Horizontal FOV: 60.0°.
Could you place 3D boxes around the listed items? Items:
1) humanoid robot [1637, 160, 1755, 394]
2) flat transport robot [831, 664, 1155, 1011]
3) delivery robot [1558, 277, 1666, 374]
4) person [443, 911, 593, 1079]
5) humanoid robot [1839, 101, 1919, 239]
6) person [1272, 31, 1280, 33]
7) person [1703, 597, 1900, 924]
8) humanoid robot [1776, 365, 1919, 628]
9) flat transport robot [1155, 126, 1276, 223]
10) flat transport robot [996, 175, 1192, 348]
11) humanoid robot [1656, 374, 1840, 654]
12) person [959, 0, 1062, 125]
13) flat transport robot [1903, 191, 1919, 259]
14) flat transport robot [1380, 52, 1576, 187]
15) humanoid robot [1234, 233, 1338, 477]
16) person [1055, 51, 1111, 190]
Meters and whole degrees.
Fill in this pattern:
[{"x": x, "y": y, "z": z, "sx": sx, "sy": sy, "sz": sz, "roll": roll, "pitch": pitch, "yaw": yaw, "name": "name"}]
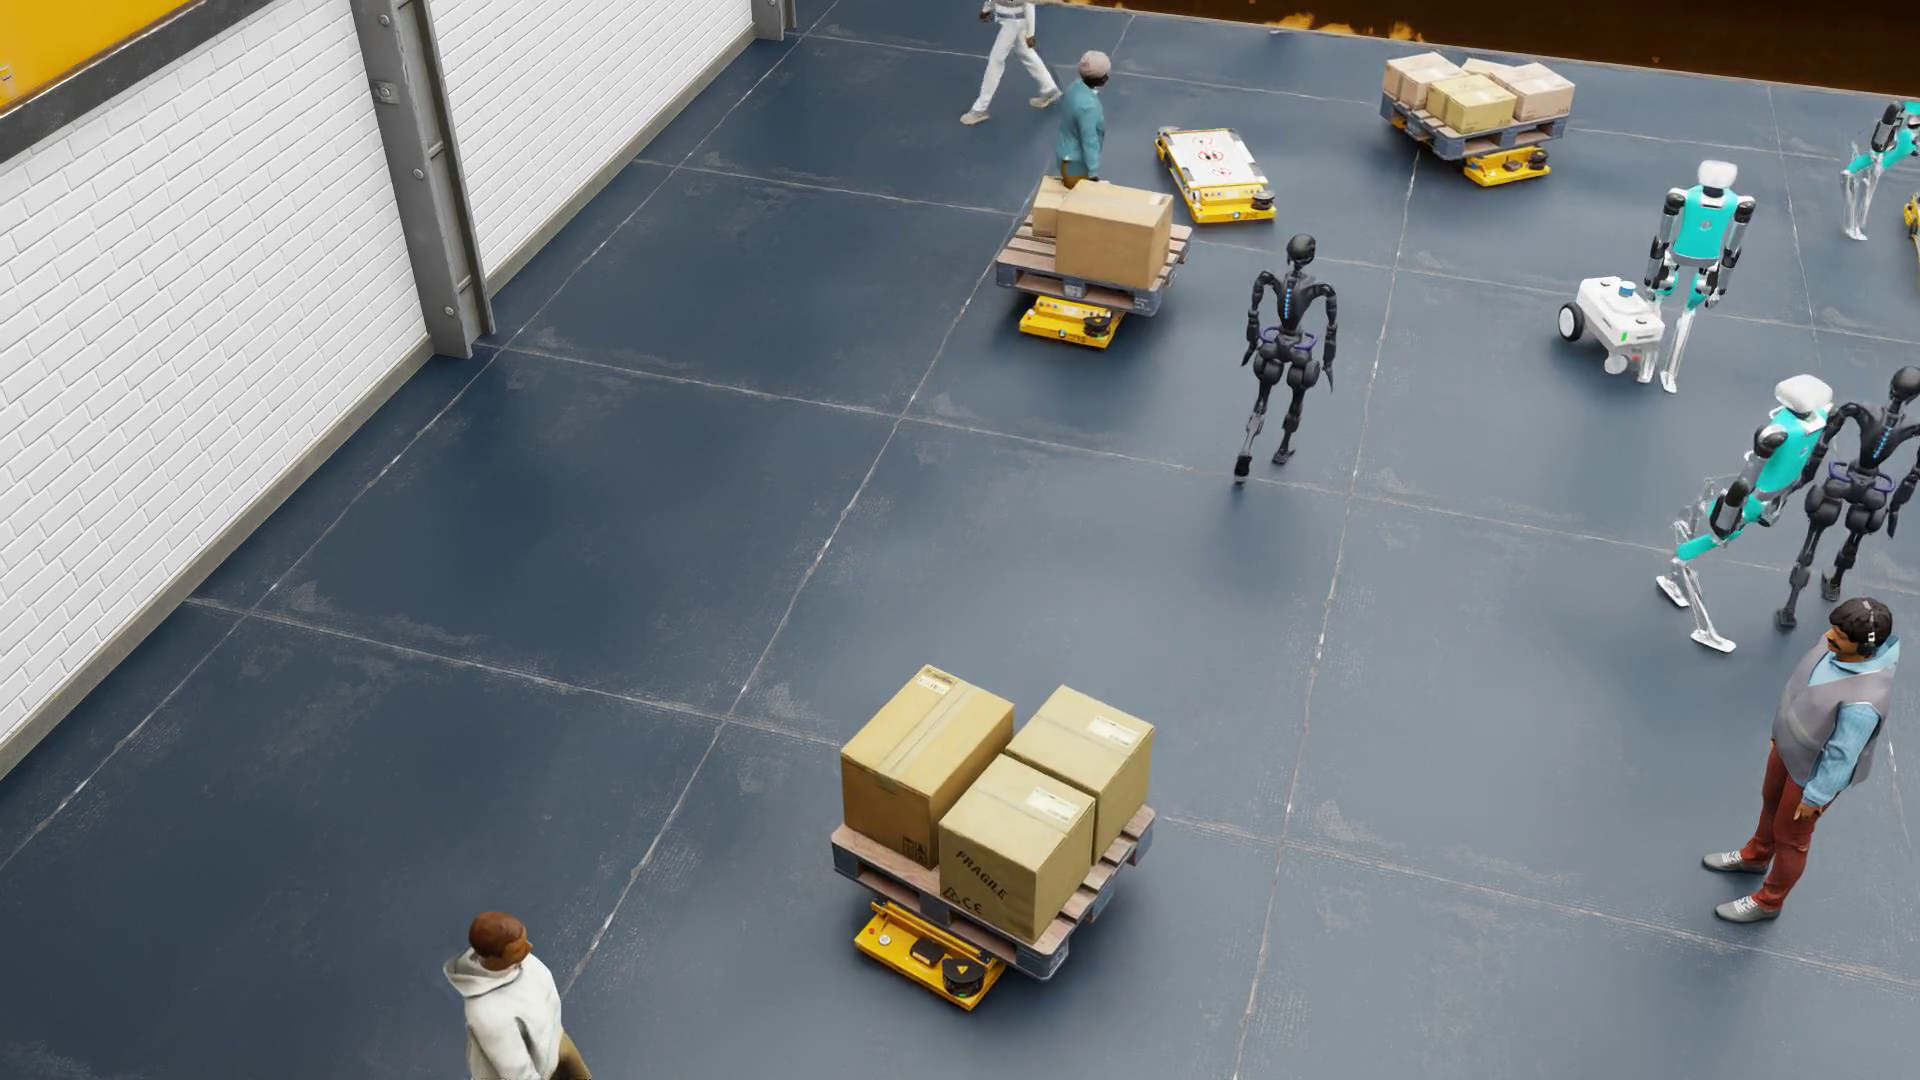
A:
[{"x": 4.814, "y": -1.787, "z": 11.072, "sx": 0.550, "sy": 1.789, "sz": 0.782, "roll": 11, "pitch": 40, "yaw": 13, "name": "humanoid robot"}, {"x": 0.172, "y": 1.585, "z": 8.033, "sx": 0.659, "sy": 0.231, "sz": 1.431, "roll": 23, "pitch": 44, "yaw": 26, "name": "flat transport robot"}, {"x": 4.626, "y": -1.549, "z": 11.714, "sx": 0.523, "sy": 0.607, "sz": 0.779, "roll": -6, "pitch": 39, "yaw": -8, "name": "delivery robot"}, {"x": -1.560, "y": 2.010, "z": 6.341, "sx": 0.789, "sy": 1.738, "sz": 0.541, "roll": 0, "pitch": 39, "yaw": 0, "name": "person"}, {"x": 7.089, "y": -3.113, "z": 12.737, "sx": 0.544, "sy": 1.833, "sz": 0.702, "roll": -11, "pitch": 40, "yaw": -13, "name": "humanoid robot"}, {"x": 3.193, "y": -5.767, "z": 16.023, "sx": 0.514, "sy": 1.698, "sz": 0.500, "roll": 24, "pitch": 45, "yaw": 27, "name": "person"}, {"x": 3.837, "y": 0.993, "z": 7.492, "sx": 0.415, "sy": 1.873, "sz": 0.534, "roll": 4, "pitch": 39, "yaw": 5, "name": "person"}, {"x": 4.944, "y": -0.274, "z": 9.253, "sx": 0.609, "sy": 1.641, "sz": 0.648, "roll": 16, "pitch": 42, "yaw": 19, "name": "humanoid robot"}, {"x": 2.102, "y": -3.052, "z": 13.800, "sx": 0.659, "sy": 0.231, "sz": 1.431, "roll": -5, "pitch": 39, "yaw": -7, "name": "flat transport robot"}, {"x": 0.986, "y": -1.907, "z": 12.377, "sx": 0.659, "sy": 0.231, "sz": 1.431, "roll": 14, "pitch": 41, "yaw": 17, "name": "flat transport robot"}, {"x": 4.188, "y": -0.251, "z": 9.164, "sx": 0.548, "sy": 1.768, "sz": 0.872, "roll": -20, "pitch": 43, "yaw": -23, "name": "humanoid robot"}, {"x": 0.479, "y": -4.541, "z": 14.410, "sx": 0.981, "sy": 1.833, "sz": 0.663, "roll": -15, "pitch": 41, "yaw": -18, "name": "person"}, {"x": 7.730, "y": -2.243, "z": 12.794, "sx": 0.659, "sy": 0.231, "sz": 1.431, "roll": 10, "pitch": 40, "yaw": 13, "name": "flat transport robot"}, {"x": 4.373, "y": -3.461, "z": 14.309, "sx": 0.659, "sy": 0.231, "sz": 1.431, "roll": -14, "pitch": 41, "yaw": -17, "name": "flat transport robot"}, {"x": 2.014, "y": -1.108, "z": 10.268, "sx": 0.609, "sy": 1.635, "sz": 0.599, "roll": 17, "pitch": 42, "yaw": 20, "name": "humanoid robot"}, {"x": 0.858, "y": -2.804, "z": 12.318, "sx": 0.435, "sy": 1.727, "sz": 0.552, "roll": -2, "pitch": 39, "yaw": -2, "name": "person"}]
